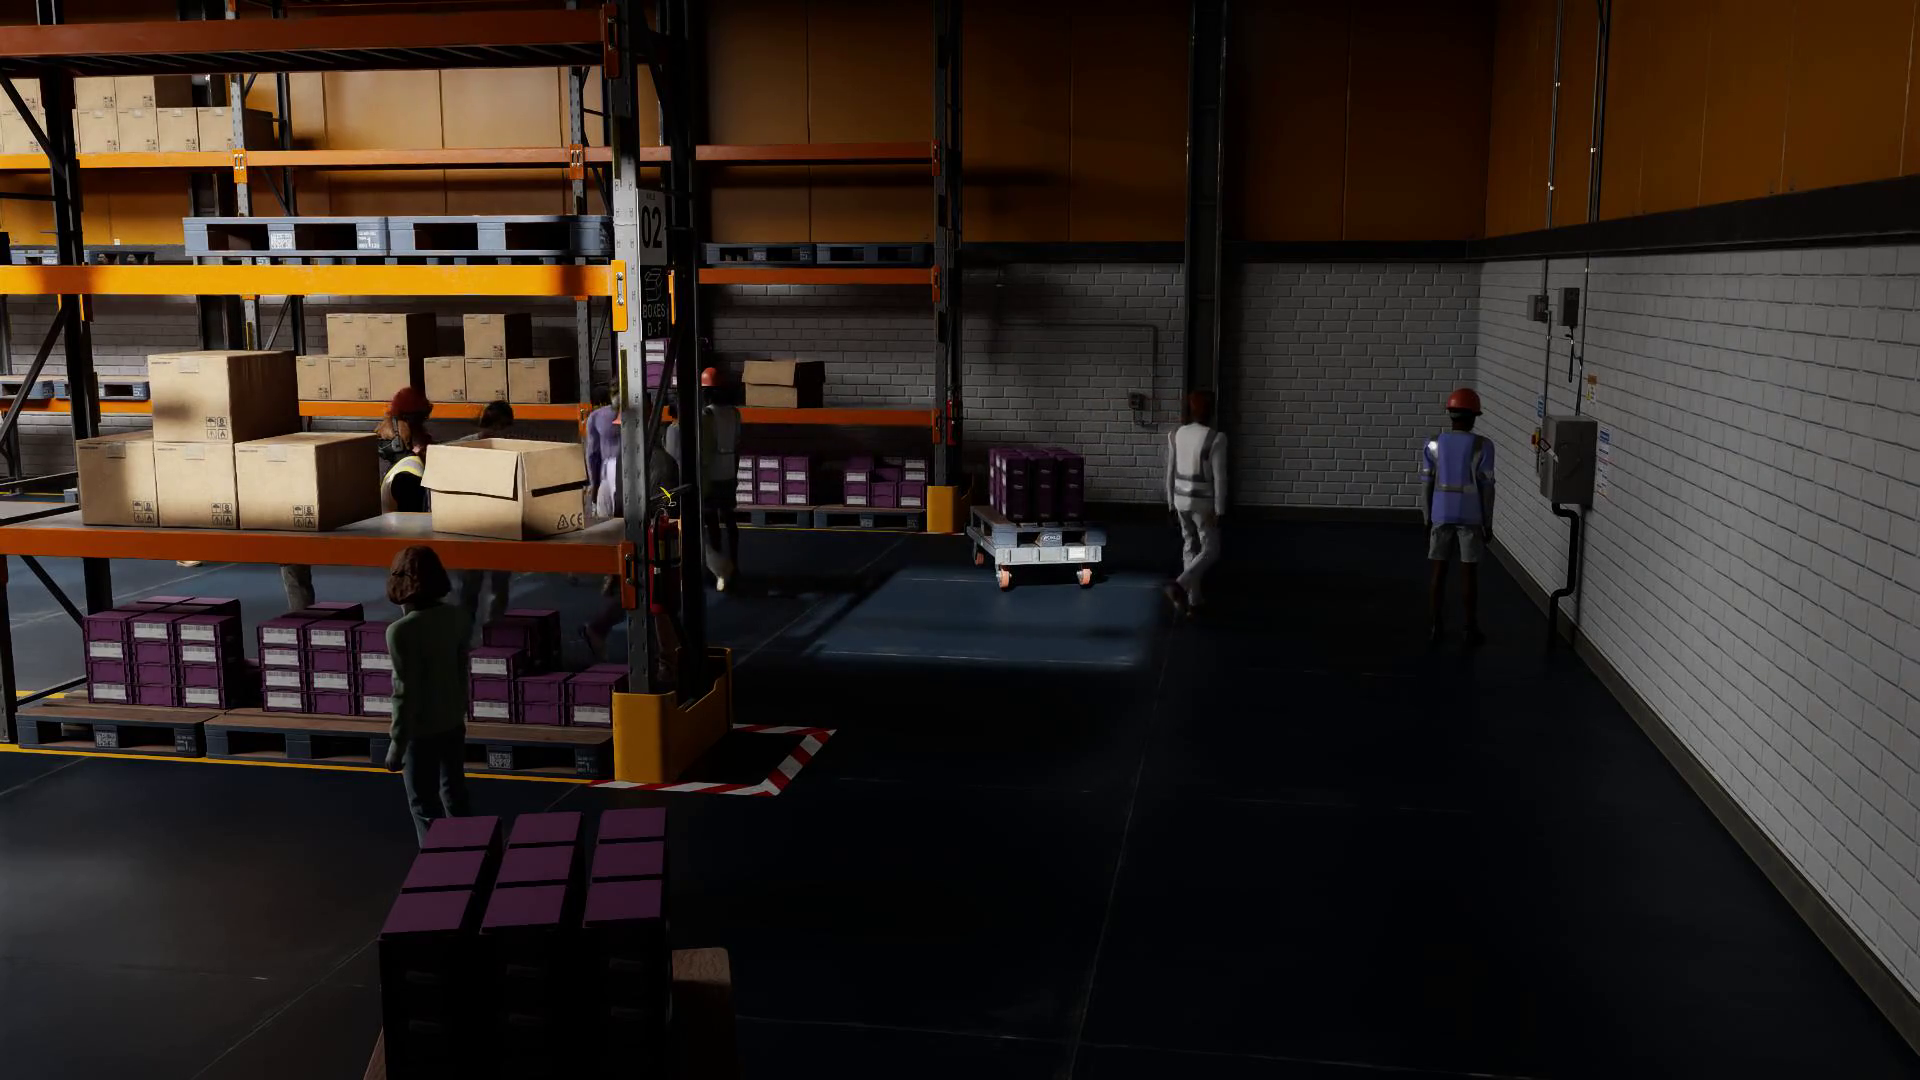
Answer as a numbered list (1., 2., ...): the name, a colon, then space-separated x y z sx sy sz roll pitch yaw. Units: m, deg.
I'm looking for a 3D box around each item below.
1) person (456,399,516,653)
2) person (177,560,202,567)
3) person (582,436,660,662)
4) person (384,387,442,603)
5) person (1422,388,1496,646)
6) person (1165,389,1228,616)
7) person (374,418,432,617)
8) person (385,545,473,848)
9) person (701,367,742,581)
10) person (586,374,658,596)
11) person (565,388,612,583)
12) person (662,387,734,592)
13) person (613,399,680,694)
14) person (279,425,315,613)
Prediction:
1. person: -3.362 -0.068 11.945 0.651 1.897 0.517 -4 10 -22
2. person: -7.322 -0.672 15.877 0.429 1.840 0.635 2 9 14
3. person: -2.296 -0.033 11.784 0.680 1.884 0.673 0 9 2
4. person: -3.846 -0.090 11.836 0.379 1.980 0.668 -4 10 -23
5. person: 3.741 -0.170 12.485 0.542 1.928 0.374 6 11 32
6. person: 1.863 -0.275 13.348 0.579 1.868 0.621 9 13 44
7. person: -3.712 0.099 11.137 0.430 1.835 0.622 -3 10 -21
8. person: -2.294 0.832 7.180 0.265 1.632 0.508 3 10 17
9. person: -2.224 -0.595 15.092 0.356 1.937 0.552 6 11 34
10. person: -2.909 -0.464 14.340 0.628 1.913 0.604 -1 9 -4
11. person: -3.201 -0.519 15.003 0.482 1.824 0.873 8 12 41
12. person: -2.330 -0.427 14.450 0.801 1.810 0.638 3 10 18
13. person: -2.073 0.052 10.902 0.610 1.996 0.384 8 12 41
14. person: -4.797 -0.021 11.878 0.403 1.827 0.586 -3 10 -17
